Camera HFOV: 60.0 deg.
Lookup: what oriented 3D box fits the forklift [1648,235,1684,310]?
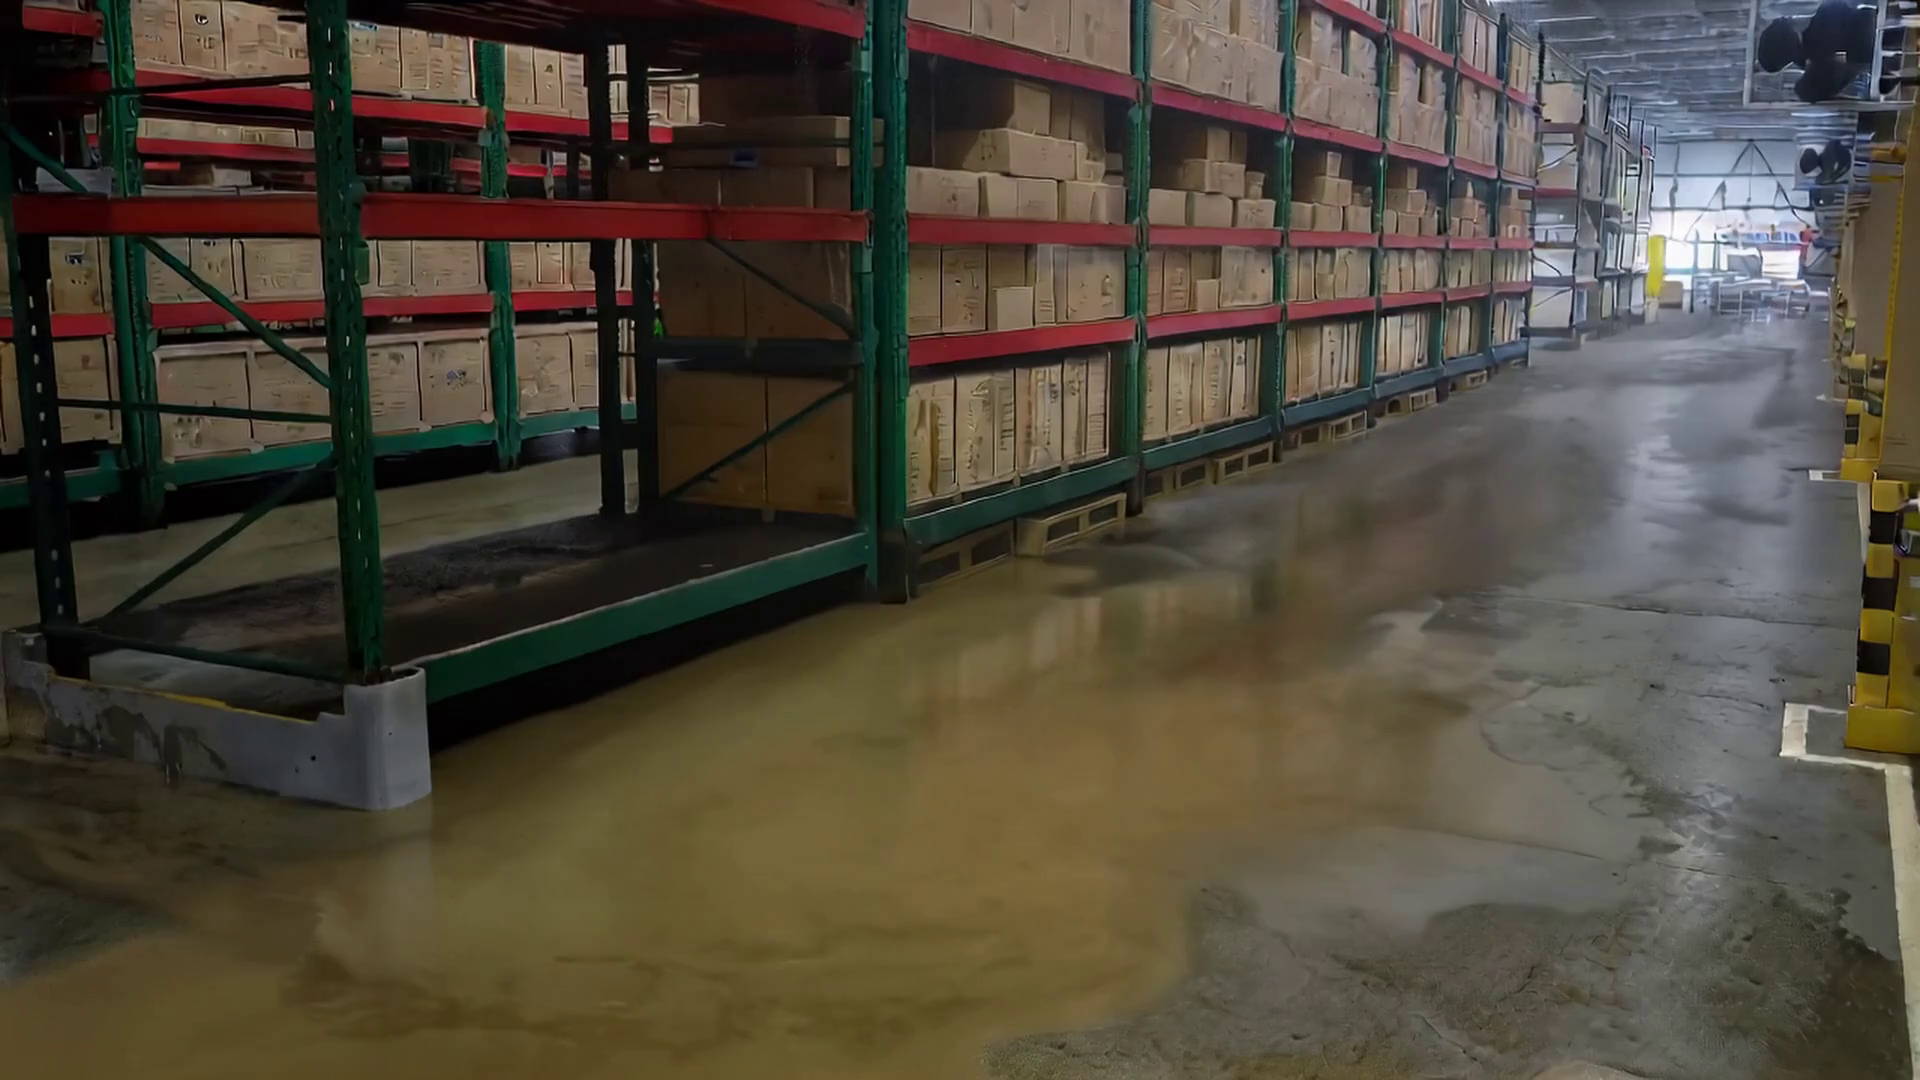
[{"bbox_3d":[26.305,-10.105,62.850,1.873,2.768,1.129,-2,10,-13],"label":"forklift"}]
